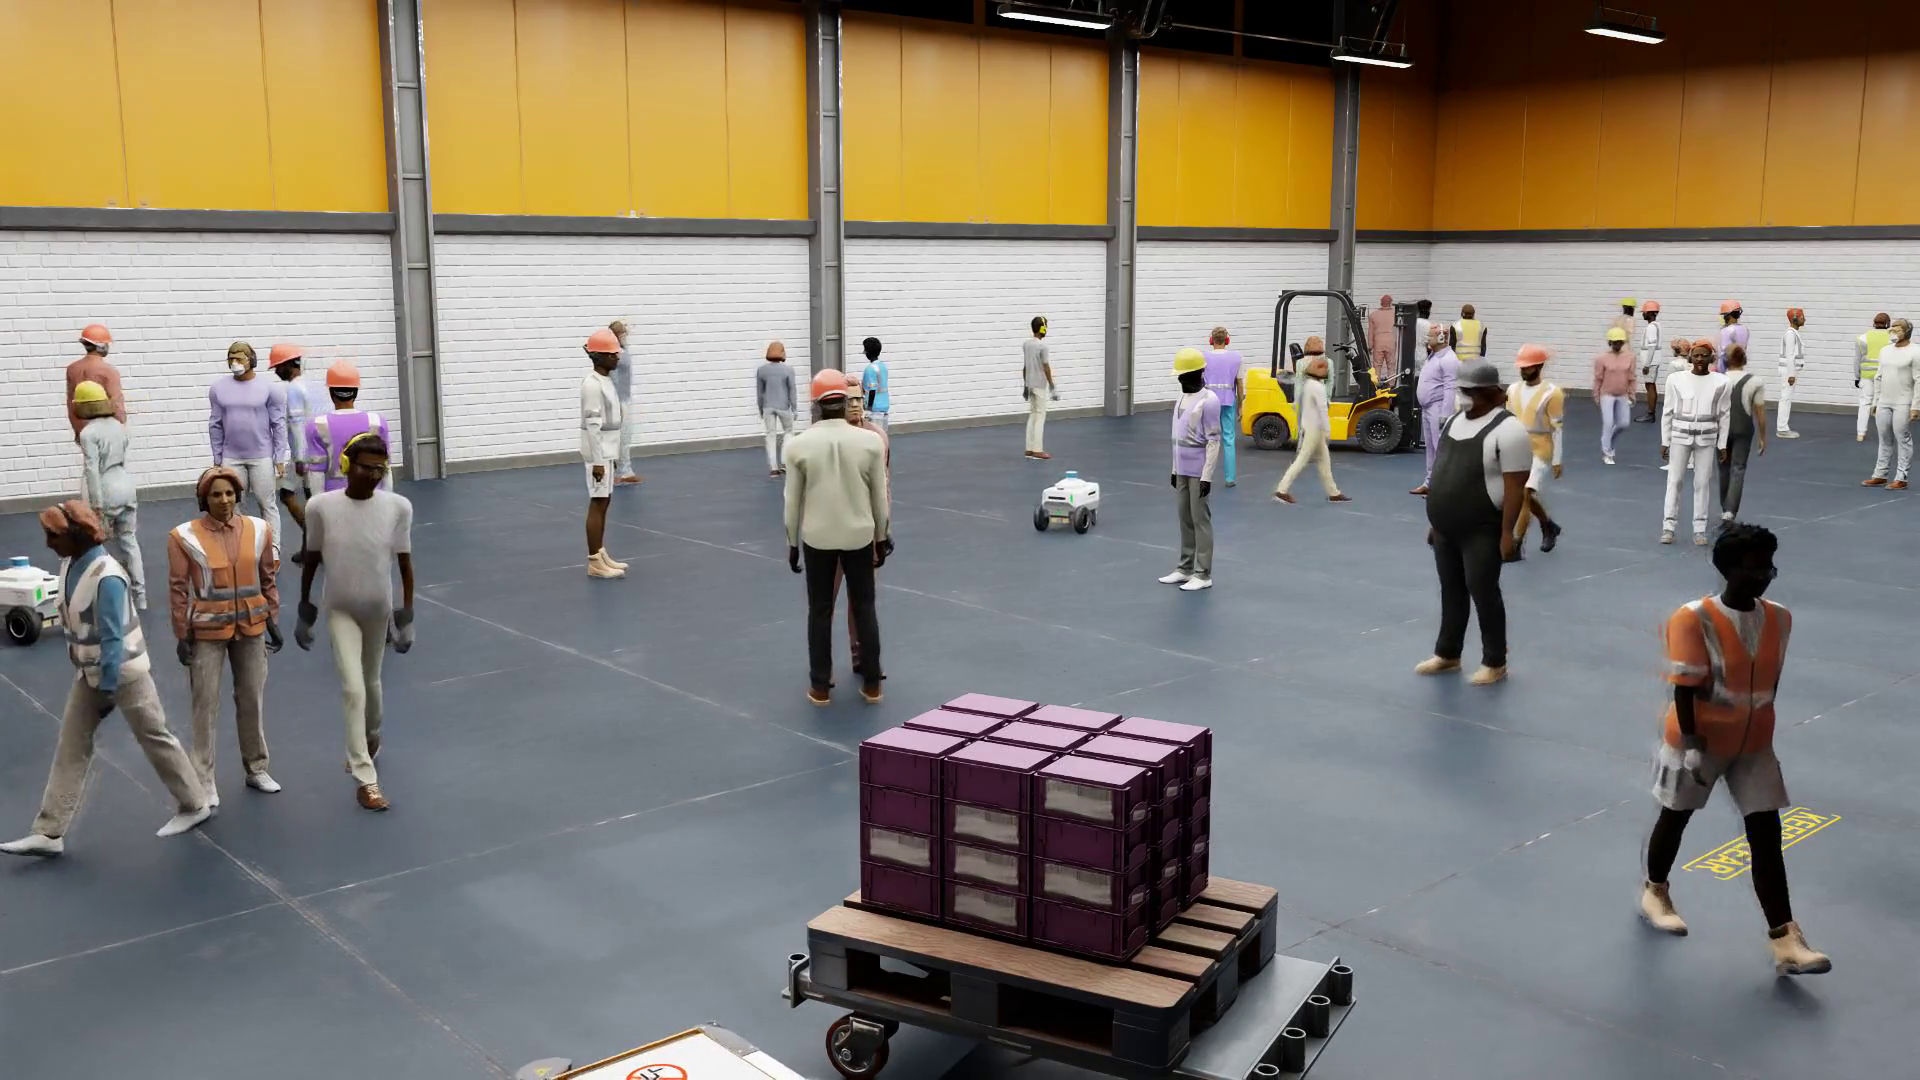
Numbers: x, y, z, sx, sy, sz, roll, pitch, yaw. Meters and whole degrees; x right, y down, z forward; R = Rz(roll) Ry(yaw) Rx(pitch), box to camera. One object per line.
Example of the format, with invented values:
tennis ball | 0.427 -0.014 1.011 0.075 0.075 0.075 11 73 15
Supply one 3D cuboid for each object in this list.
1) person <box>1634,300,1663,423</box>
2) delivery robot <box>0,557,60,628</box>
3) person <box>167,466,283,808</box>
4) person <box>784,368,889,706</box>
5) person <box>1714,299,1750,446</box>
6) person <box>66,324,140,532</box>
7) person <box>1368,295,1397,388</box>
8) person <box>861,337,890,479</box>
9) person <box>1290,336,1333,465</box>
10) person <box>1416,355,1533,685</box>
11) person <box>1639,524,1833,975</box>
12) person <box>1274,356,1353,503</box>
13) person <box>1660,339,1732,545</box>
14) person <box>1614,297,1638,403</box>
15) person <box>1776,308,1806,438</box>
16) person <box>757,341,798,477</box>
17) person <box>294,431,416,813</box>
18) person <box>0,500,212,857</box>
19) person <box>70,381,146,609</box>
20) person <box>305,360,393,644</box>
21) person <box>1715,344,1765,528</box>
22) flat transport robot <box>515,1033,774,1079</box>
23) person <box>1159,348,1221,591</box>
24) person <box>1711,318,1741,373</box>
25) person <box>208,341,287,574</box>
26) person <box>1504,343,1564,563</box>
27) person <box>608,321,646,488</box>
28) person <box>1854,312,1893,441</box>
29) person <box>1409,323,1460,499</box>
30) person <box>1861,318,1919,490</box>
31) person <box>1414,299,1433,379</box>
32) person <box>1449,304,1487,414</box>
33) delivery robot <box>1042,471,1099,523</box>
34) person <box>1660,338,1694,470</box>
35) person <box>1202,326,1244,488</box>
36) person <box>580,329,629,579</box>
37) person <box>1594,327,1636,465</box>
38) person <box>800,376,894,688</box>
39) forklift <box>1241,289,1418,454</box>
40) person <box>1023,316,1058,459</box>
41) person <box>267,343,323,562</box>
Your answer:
person | 10.920 -2.823 26.366 0.377 1.938 0.547 6 11 31
delivery robot | -6.487 0.358 11.512 0.707 0.478 0.477 4 10 21
person | -3.541 0.455 8.046 0.313 1.639 0.517 10 14 44
person | -0.721 -0.014 9.802 0.611 1.984 0.413 -1 10 -8
person | 10.654 -2.308 23.072 0.605 2.036 0.393 -8 12 -38
person | -8.240 -1.073 15.954 0.622 1.992 0.395 3 10 18
person | 8.043 -3.678 31.468 0.639 1.909 0.409 3 10 18
person | -0.993 -1.530 19.503 0.318 1.694 0.539 3 10 15
person | 4.455 -1.762 21.080 0.544 1.625 0.406 -2 10 -10
person | 3.144 -0.131 10.309 0.536 2.000 0.690 -4 11 -24
person | 2.874 0.765 6.187 0.541 1.651 0.873 -2 10 -9
person | 3.764 -1.169 17.709 0.864 1.589 0.518 0 10 -1
person | 6.712 -0.889 15.209 0.573 1.883 0.357 4 10 21
person | 11.820 -3.351 29.516 0.471 1.914 0.649 -1 10 -5
person | 12.117 -2.432 24.237 0.355 1.885 0.576 5 11 25
person | -2.177 -1.573 19.957 0.531 1.614 0.453 2 10 13
person | -2.973 0.358 8.182 0.561 1.814 0.957 -4 11 -24
person | -3.792 0.600 7.356 0.540 1.589 0.878 8 12 38
person | -6.299 -0.312 12.297 0.432 1.724 0.517 2 10 11
person | -4.106 -0.236 11.221 0.542 1.939 0.362 -6 11 -30
person | 7.562 -1.015 16.245 0.542 1.793 1.005 5 11 27
flat transport robot | -0.648 1.721 4.636 0.652 0.197 1.431 -8 13 -40
person | 1.832 -0.560 13.175 0.378 1.918 0.585 -4 10 -21
person | 12.030 -2.682 26.126 0.532 1.745 0.742 -1 10 -5
person | -5.887 -0.672 13.772 0.628 1.940 0.373 0 10 -3
person | 5.016 -0.776 14.506 0.908 1.900 0.548 -7 12 -34
person | -3.918 -1.546 19.010 0.473 1.902 0.708 0 10 -1
person | 13.045 -2.306 23.632 0.629 1.842 0.429 8 12 37
person | 5.178 -1.403 18.145 0.403 1.910 0.637 -1 10 -3
person | 10.586 -1.530 18.795 0.376 1.940 0.627 -3 10 -17
person | 7.670 -3.006 27.485 0.969 1.914 0.630 -7 12 -34
person | 8.457 -3.017 27.789 0.633 1.839 0.429 0 10 -2
delivery robot | 1.077 -0.419 16.064 0.477 0.478 0.707 5 11 27
person | 8.871 -1.662 20.489 0.516 1.630 0.324 -6 11 -31
person | 2.943 -1.504 18.938 0.564 1.839 0.390 1 10 5
person | -2.911 -0.706 13.664 0.397 2.043 0.610 0 10 -2
person | 8.316 -1.843 21.182 0.533 1.747 0.478 0 10 -2
person | -0.690 -0.057 10.263 0.636 1.911 0.405 -6 11 -31
forklift | 5.034 -2.339 22.783 2.313 2.155 1.214 3 10 16
person | 1.017 -1.977 21.653 0.352 1.857 0.539 -6 11 -31
person | -5.663 -0.741 14.297 0.509 1.893 0.584 0 10 1
